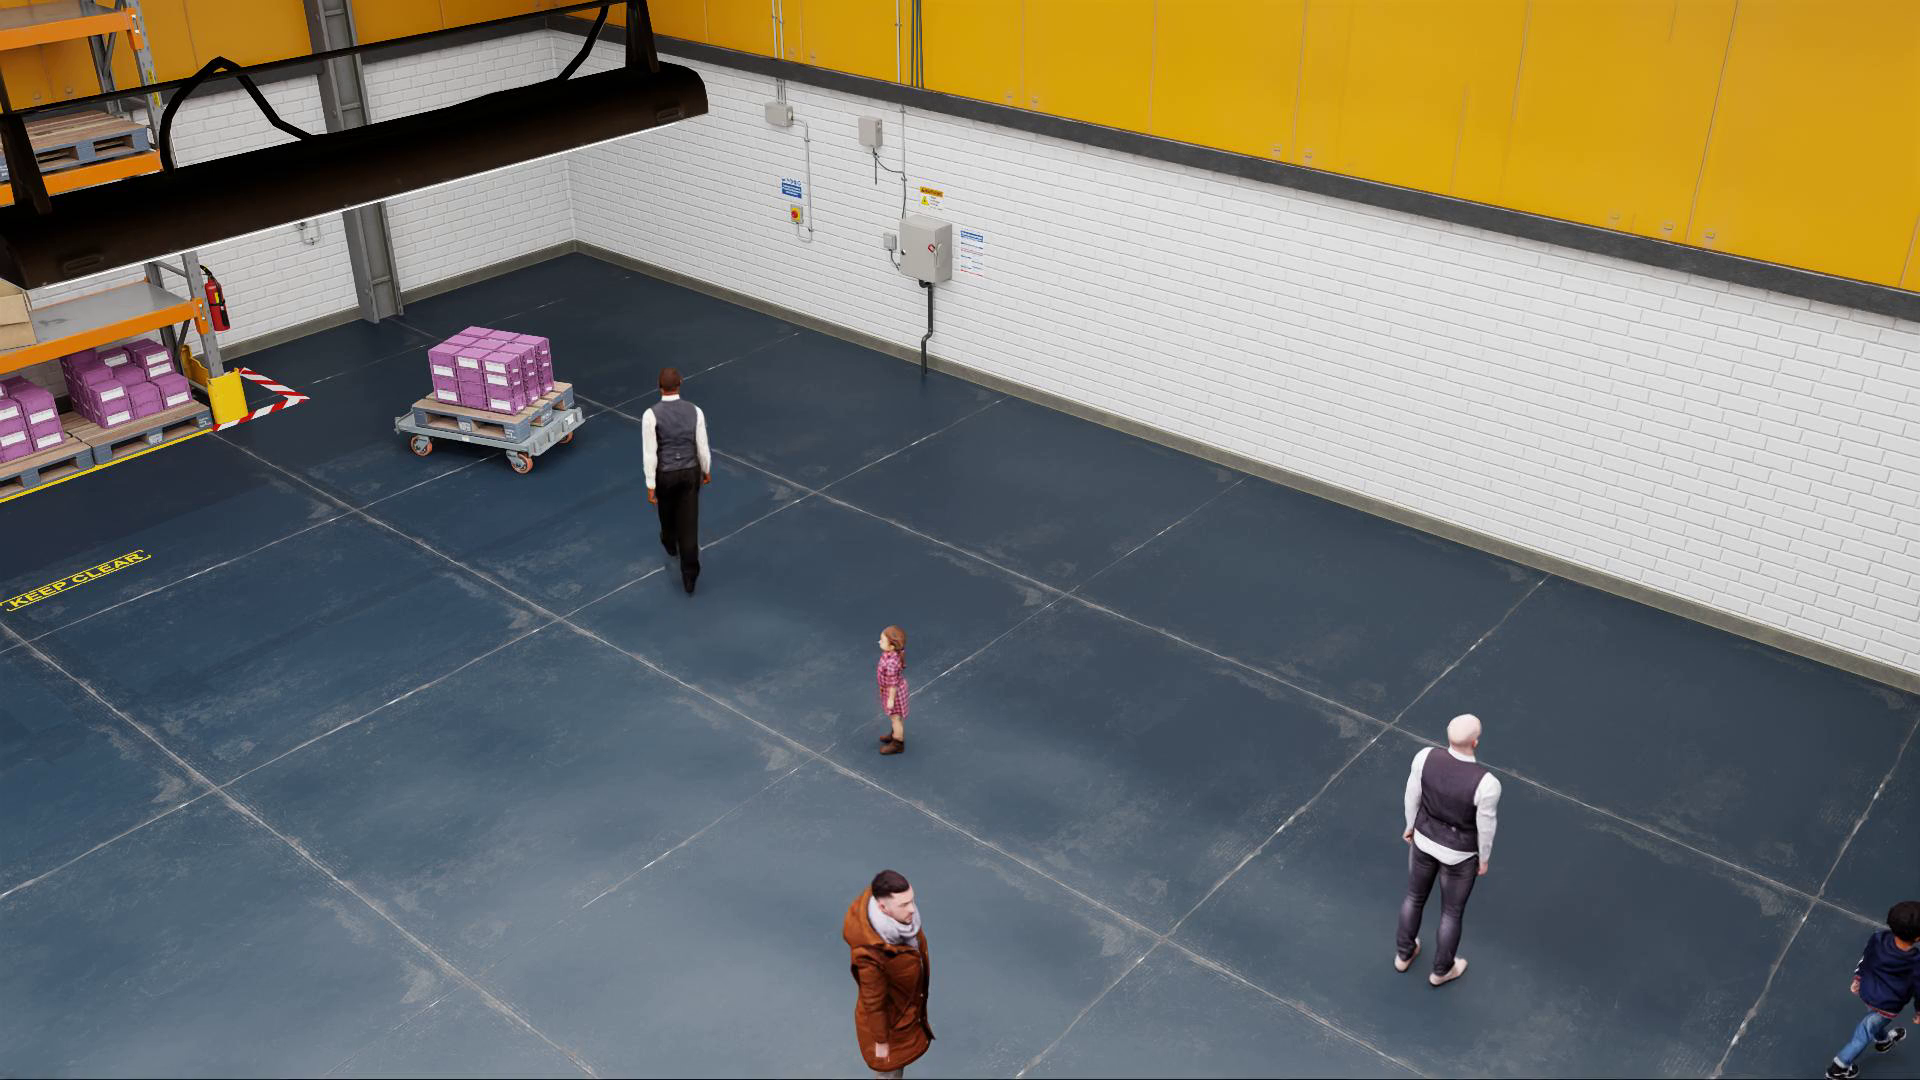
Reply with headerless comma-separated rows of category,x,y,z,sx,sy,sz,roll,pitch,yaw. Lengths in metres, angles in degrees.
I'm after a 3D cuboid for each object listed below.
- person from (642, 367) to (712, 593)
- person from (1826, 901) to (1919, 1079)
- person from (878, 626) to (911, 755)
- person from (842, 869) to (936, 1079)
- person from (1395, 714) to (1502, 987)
person,-2.326,-0.463,13.768,1.237,1.877,1.201,-8,30,-14
person,5.002,2.489,9.074,0.907,1.189,0.756,-11,31,-20
person,-0.468,1.061,11.867,0.565,1.022,0.497,1,29,2
person,-0.371,2.442,8.485,0.905,1.837,0.821,3,29,6
person,2.819,1.793,9.689,0.674,1.822,0.551,22,35,34
